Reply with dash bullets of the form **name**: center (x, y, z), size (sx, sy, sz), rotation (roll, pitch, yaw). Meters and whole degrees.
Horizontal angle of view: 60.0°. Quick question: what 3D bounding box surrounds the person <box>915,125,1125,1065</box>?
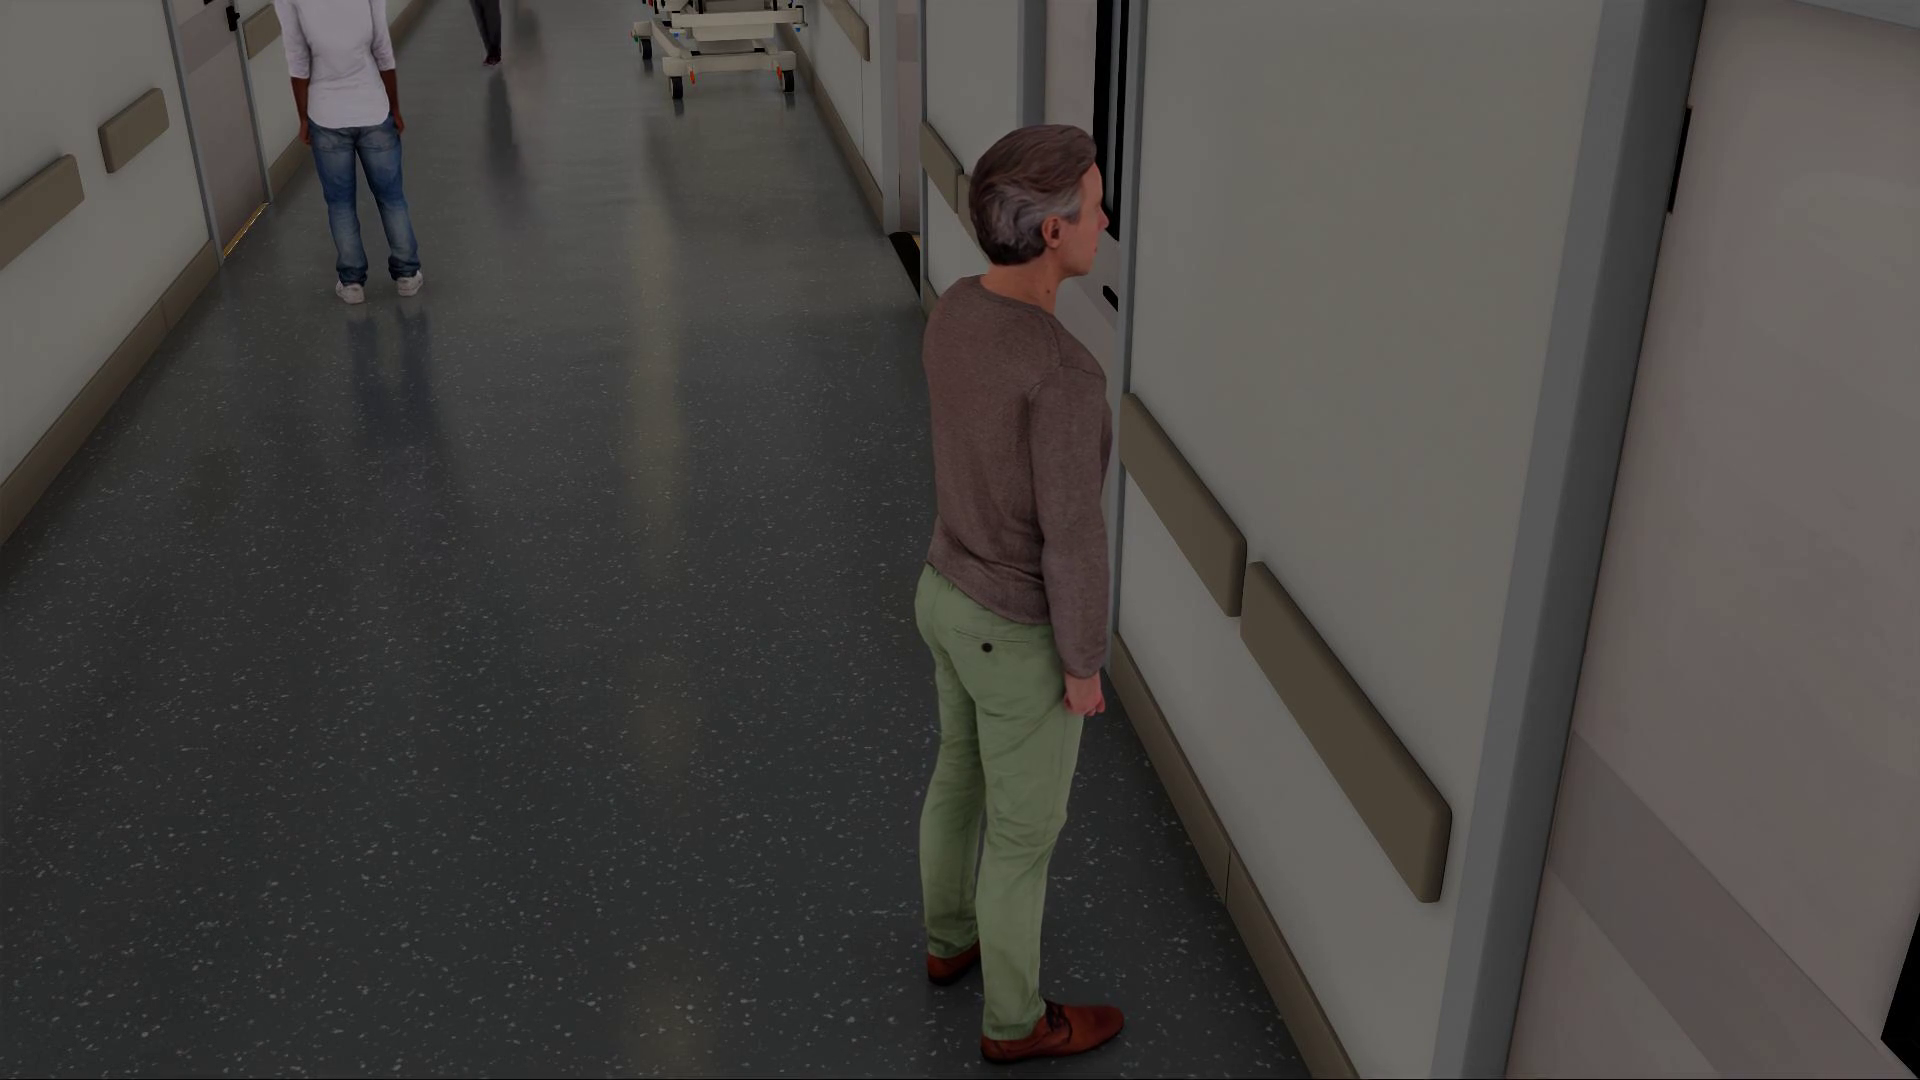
- **person**: center (0.088, 0.157, 3.177), size (0.703, 1.870, 0.742), rotation (-13, 29, -25)

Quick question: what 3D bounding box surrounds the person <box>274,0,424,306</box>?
- **person**: center (-2.859, -2.019, 7.765), size (0.583, 1.805, 0.744), rotation (-9, 27, -19)
